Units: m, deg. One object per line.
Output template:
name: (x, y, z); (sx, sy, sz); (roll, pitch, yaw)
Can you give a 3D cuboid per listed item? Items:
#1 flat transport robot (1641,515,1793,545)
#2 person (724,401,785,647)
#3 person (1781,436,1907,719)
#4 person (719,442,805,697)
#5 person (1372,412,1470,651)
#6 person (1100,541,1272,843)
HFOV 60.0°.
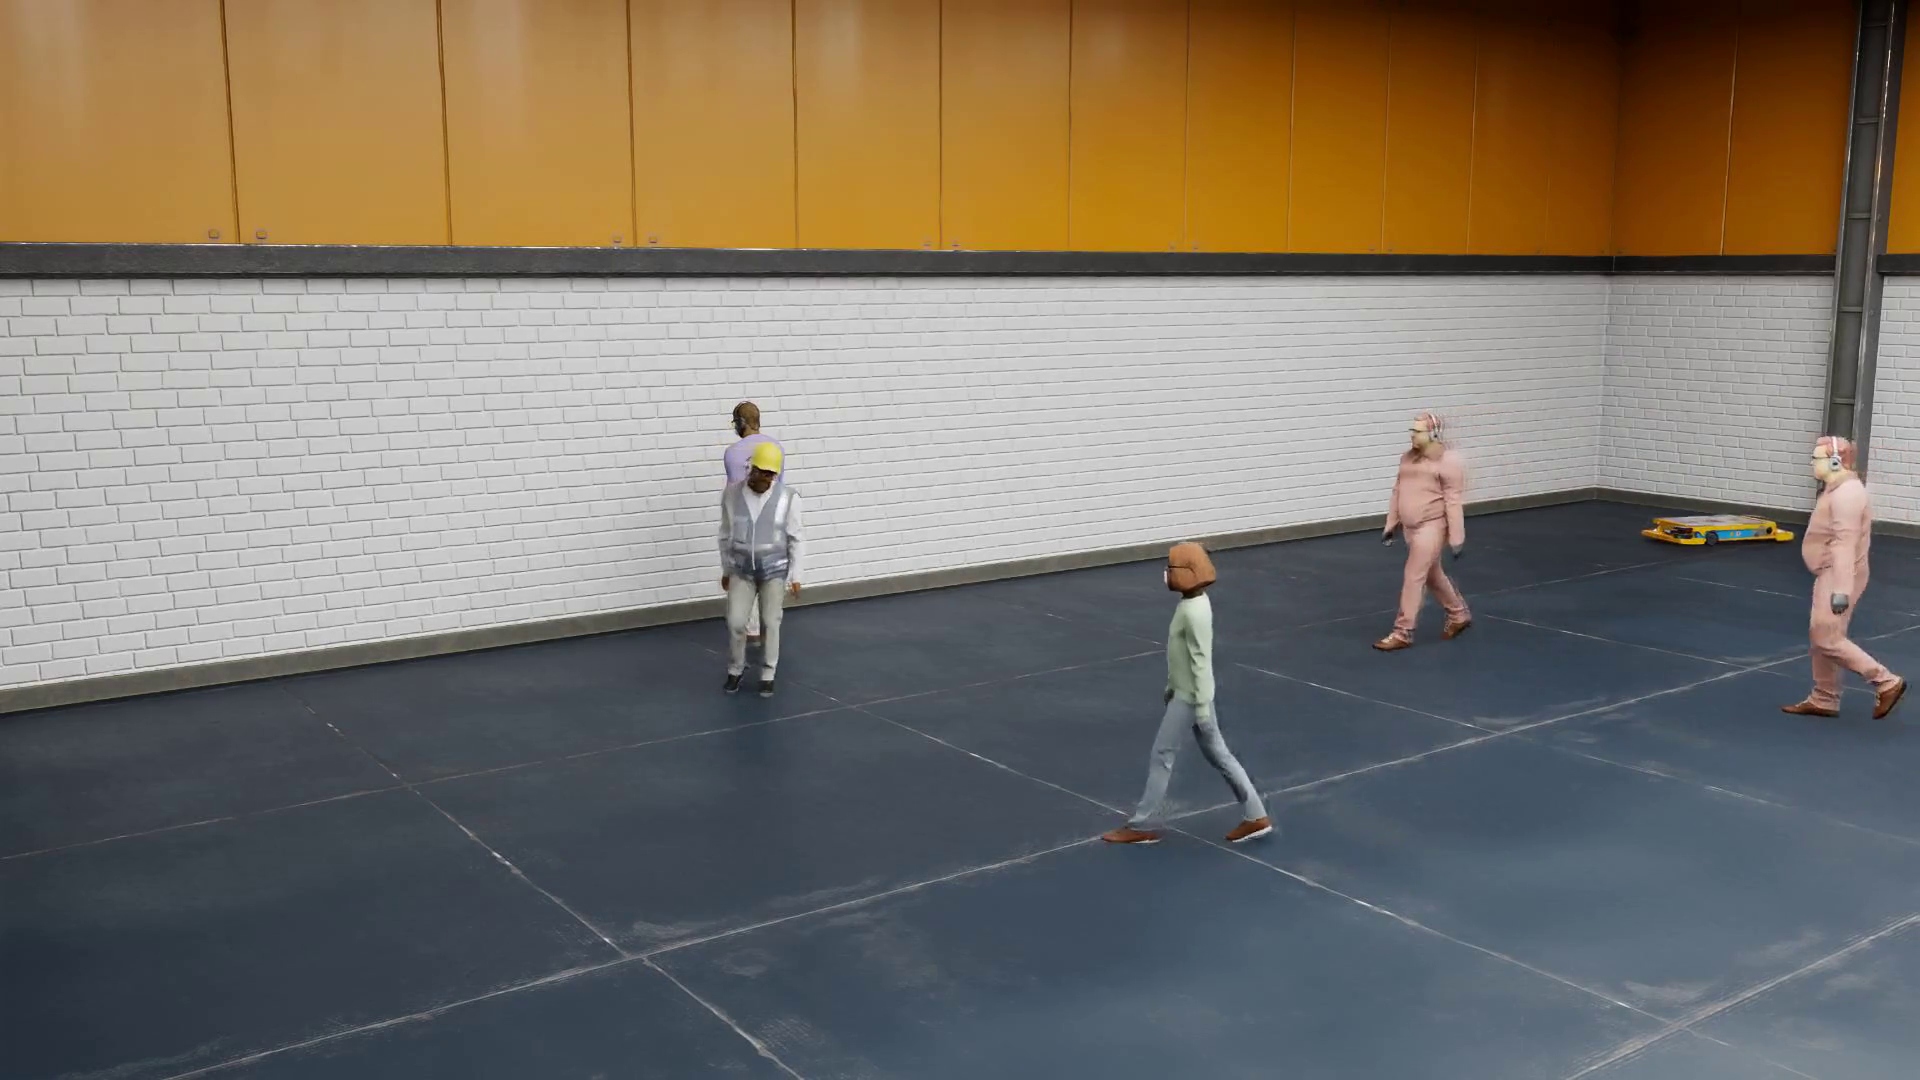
flat transport robot: (8.270, -0.119, 18.164); (1.431, 0.197, 0.652); (-3, 10, -15)
person: (-1.636, -0.127, 13.101); (0.373, 1.935, 0.627); (6, 11, 33)
person: (5.786, 0.271, 10.798); (0.607, 1.885, 0.667); (4, 10, 22)
person: (-1.364, 0.212, 11.444); (0.614, 1.792, 0.445); (1, 9, 4)
person: (3.696, -0.082, 13.062); (0.980, 1.866, 0.637); (-3, 10, -17)
person: (1.201, 0.792, 8.515); (0.873, 1.597, 0.508); (1, 9, 8)
